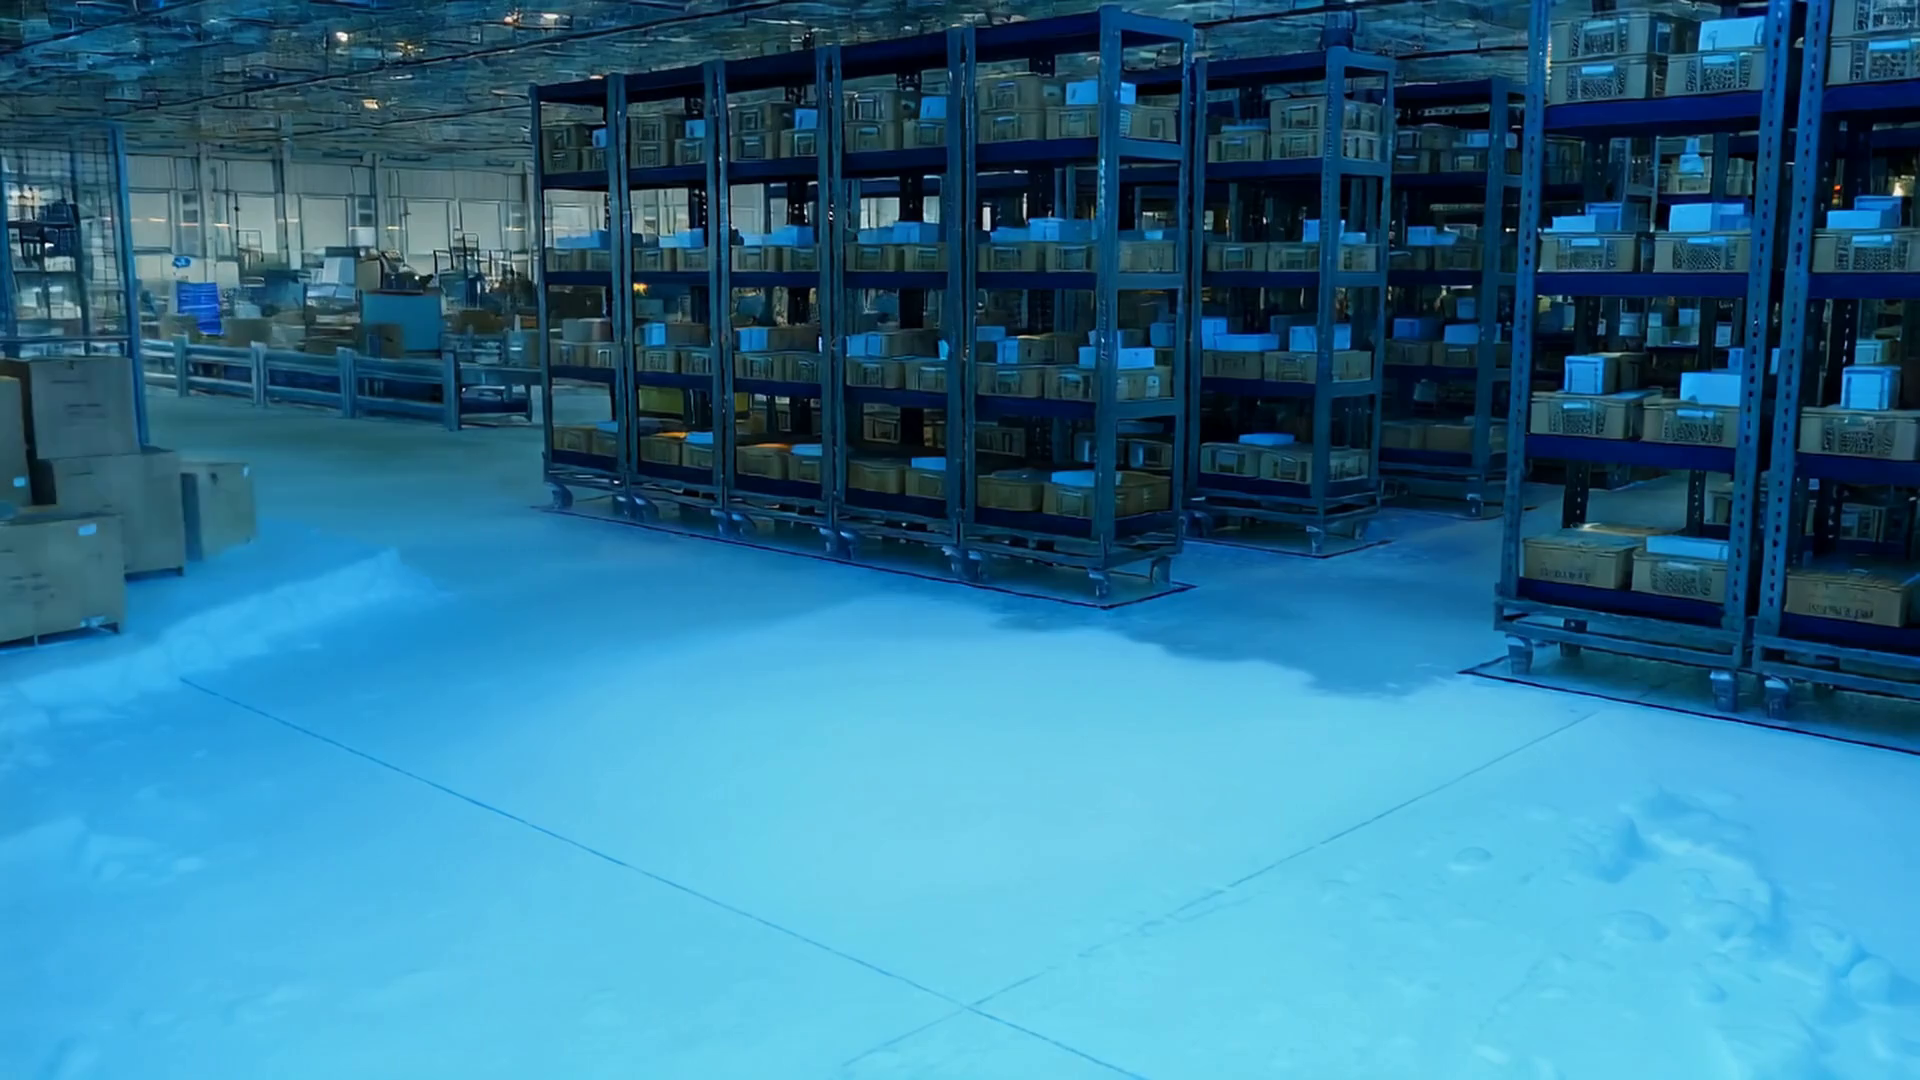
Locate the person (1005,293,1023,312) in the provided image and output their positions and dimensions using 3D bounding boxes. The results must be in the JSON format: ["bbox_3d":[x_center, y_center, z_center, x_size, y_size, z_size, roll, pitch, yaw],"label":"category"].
[{"bbox_3d":[0.621,-2.257,20.996,0.404,1.827,0.600,1,9,7],"label":"person"}]

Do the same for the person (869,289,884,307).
[{"bbox_3d":[-2.909,-8.573,59.793,0.787,1.797,0.604,6,11,32],"label":"person"}]

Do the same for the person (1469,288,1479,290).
[{"bbox_3d":[17.053,-7.845,55.050,0.675,1.891,0.428,-4,10,-22],"label":"person"}]

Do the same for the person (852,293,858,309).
[{"bbox_3d":[-3.856,-8.488,59.636,0.551,1.665,0.595,8,12,40],"label":"person"}]

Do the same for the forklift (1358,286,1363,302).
[{"bbox_3d":[11.100,-7.017,46.970,1.873,2.768,1.129,9,13,43],"label":"forklift"}]

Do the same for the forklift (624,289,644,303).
[{"bbox_3d":[-17.272,-13.414,86.192,1.873,2.768,1.129,9,13,43],"label":"forklift"}]

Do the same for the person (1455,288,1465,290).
[{"bbox_3d":[19.641,-9.611,65.440,0.374,2.043,0.608,-1,9,-9],"label":"person"}]

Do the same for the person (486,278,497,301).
[{"bbox_3d":[-16.721,-8.485,59.408,0.363,1.757,0.547,-1,9,-5],"label":"person"}]

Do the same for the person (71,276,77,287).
[{"bbox_3d":[-34.273,-9.364,64.400,0.557,1.894,0.973,3,10,16],"label":"person"}]

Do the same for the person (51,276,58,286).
[{"bbox_3d":[-38.318,-10.407,70.631,0.630,1.938,0.366,-2,9,-11],"label":"person"}]

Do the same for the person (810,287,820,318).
[{"bbox_3d":[-3.818,-6.057,44.515,0.536,1.753,0.478,-8,12,-41],"label":"person"}]

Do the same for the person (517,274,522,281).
[{"bbox_3d":[-20.230,-11.333,76.569,0.553,1.854,0.477,7,12,37],"label":"person"}]

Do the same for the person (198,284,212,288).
[{"bbox_3d":[-37.244,-12.232,82.116,0.631,1.842,0.428,-2,10,-14],"label":"person"}]

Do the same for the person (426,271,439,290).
[{"bbox_3d":[-18.750,-8.587,59.299,0.612,1.996,0.388,6,11,31],"label":"person"}]

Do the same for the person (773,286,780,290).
[{"bbox_3d":[-7.967,-10.493,71.103,0.638,1.953,0.416,-2,9,-11],"label":"person"}]

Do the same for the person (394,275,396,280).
[{"bbox_3d":[-21.824,-9.463,64.531,0.636,2.000,0.724,-4,10,-24],"label":"person"}]

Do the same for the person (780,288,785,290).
[{"bbox_3d":[-6.547,-8.812,61.726,0.847,1.653,0.541,2,9,10],"label":"person"}]

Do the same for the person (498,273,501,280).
[{"bbox_3d":[-23.522,-12.724,85.103,0.992,1.857,0.576,-9,13,-43],"label":"person"}]
